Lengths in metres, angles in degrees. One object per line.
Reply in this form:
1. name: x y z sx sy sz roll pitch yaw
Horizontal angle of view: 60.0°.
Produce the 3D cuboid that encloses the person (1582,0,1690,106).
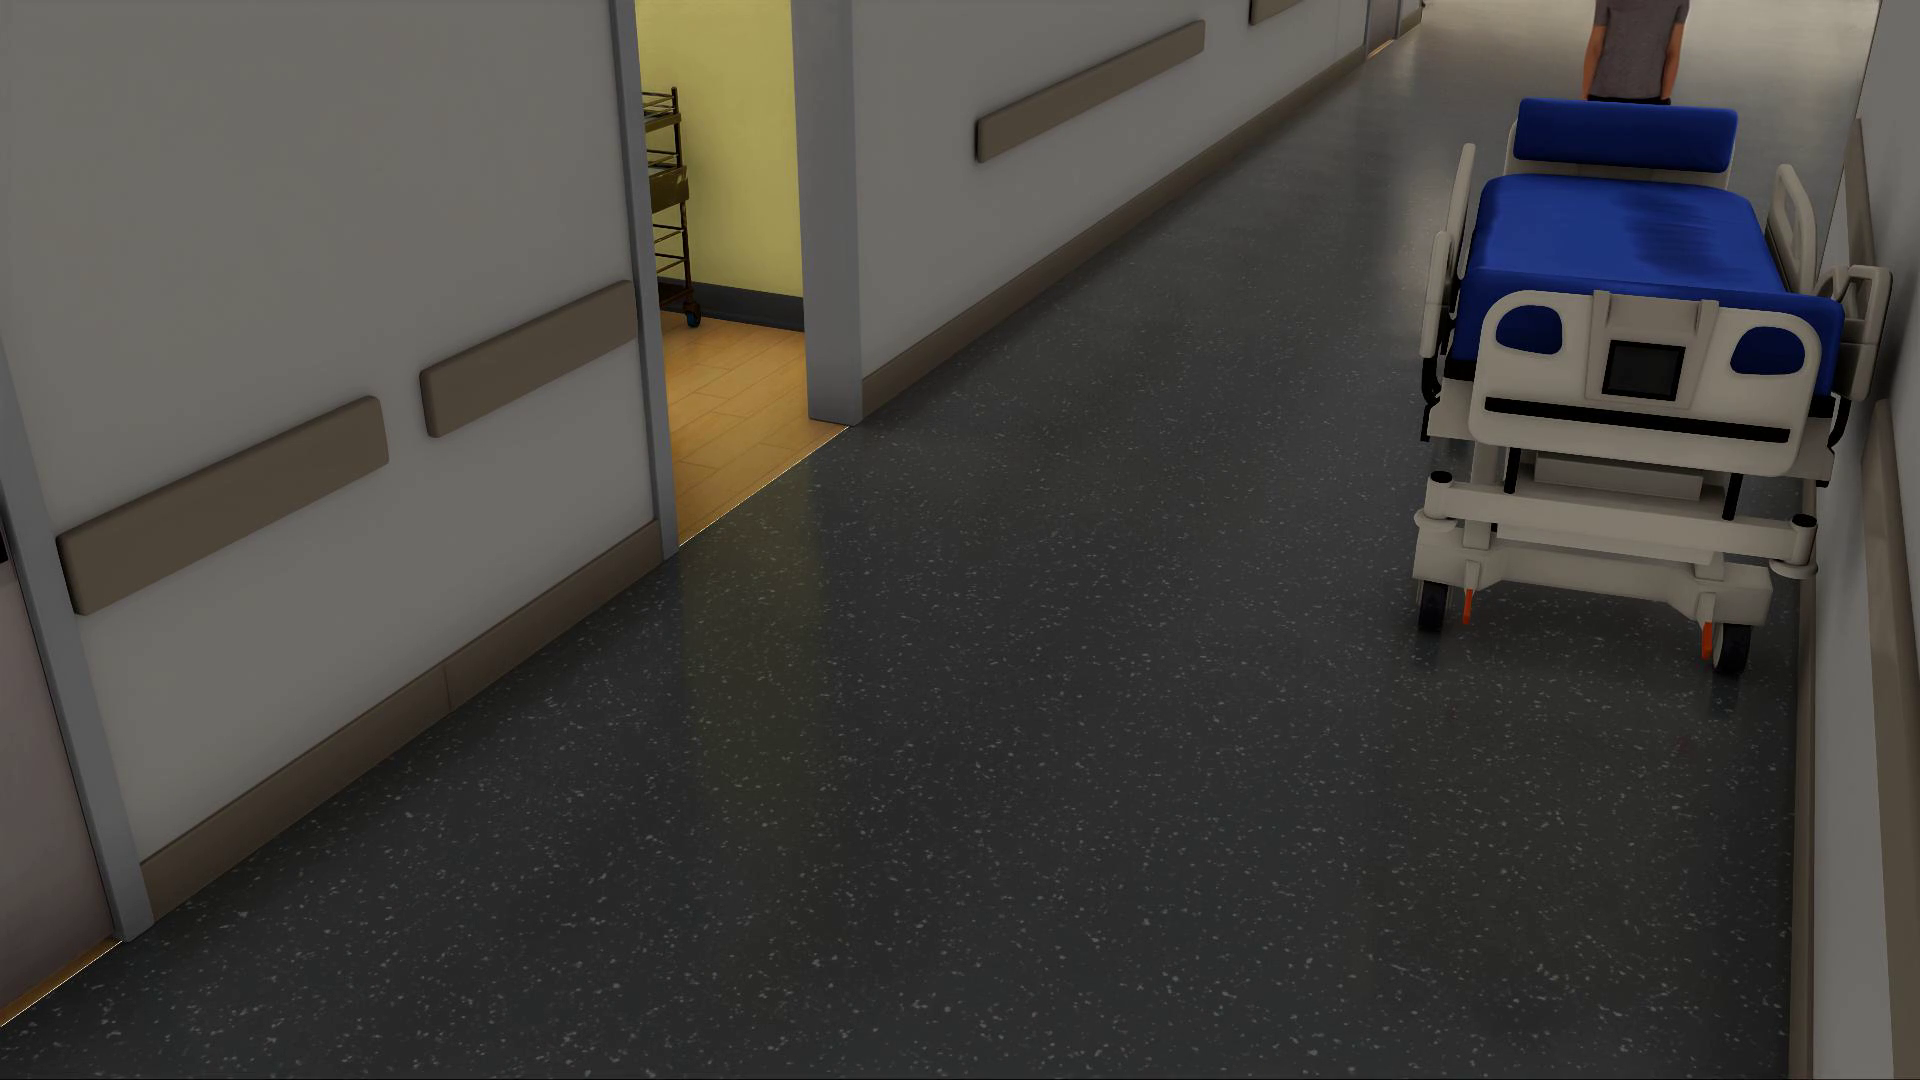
1. person: 3.388 -2.271 8.460 0.499 1.724 0.688 8 27 16
